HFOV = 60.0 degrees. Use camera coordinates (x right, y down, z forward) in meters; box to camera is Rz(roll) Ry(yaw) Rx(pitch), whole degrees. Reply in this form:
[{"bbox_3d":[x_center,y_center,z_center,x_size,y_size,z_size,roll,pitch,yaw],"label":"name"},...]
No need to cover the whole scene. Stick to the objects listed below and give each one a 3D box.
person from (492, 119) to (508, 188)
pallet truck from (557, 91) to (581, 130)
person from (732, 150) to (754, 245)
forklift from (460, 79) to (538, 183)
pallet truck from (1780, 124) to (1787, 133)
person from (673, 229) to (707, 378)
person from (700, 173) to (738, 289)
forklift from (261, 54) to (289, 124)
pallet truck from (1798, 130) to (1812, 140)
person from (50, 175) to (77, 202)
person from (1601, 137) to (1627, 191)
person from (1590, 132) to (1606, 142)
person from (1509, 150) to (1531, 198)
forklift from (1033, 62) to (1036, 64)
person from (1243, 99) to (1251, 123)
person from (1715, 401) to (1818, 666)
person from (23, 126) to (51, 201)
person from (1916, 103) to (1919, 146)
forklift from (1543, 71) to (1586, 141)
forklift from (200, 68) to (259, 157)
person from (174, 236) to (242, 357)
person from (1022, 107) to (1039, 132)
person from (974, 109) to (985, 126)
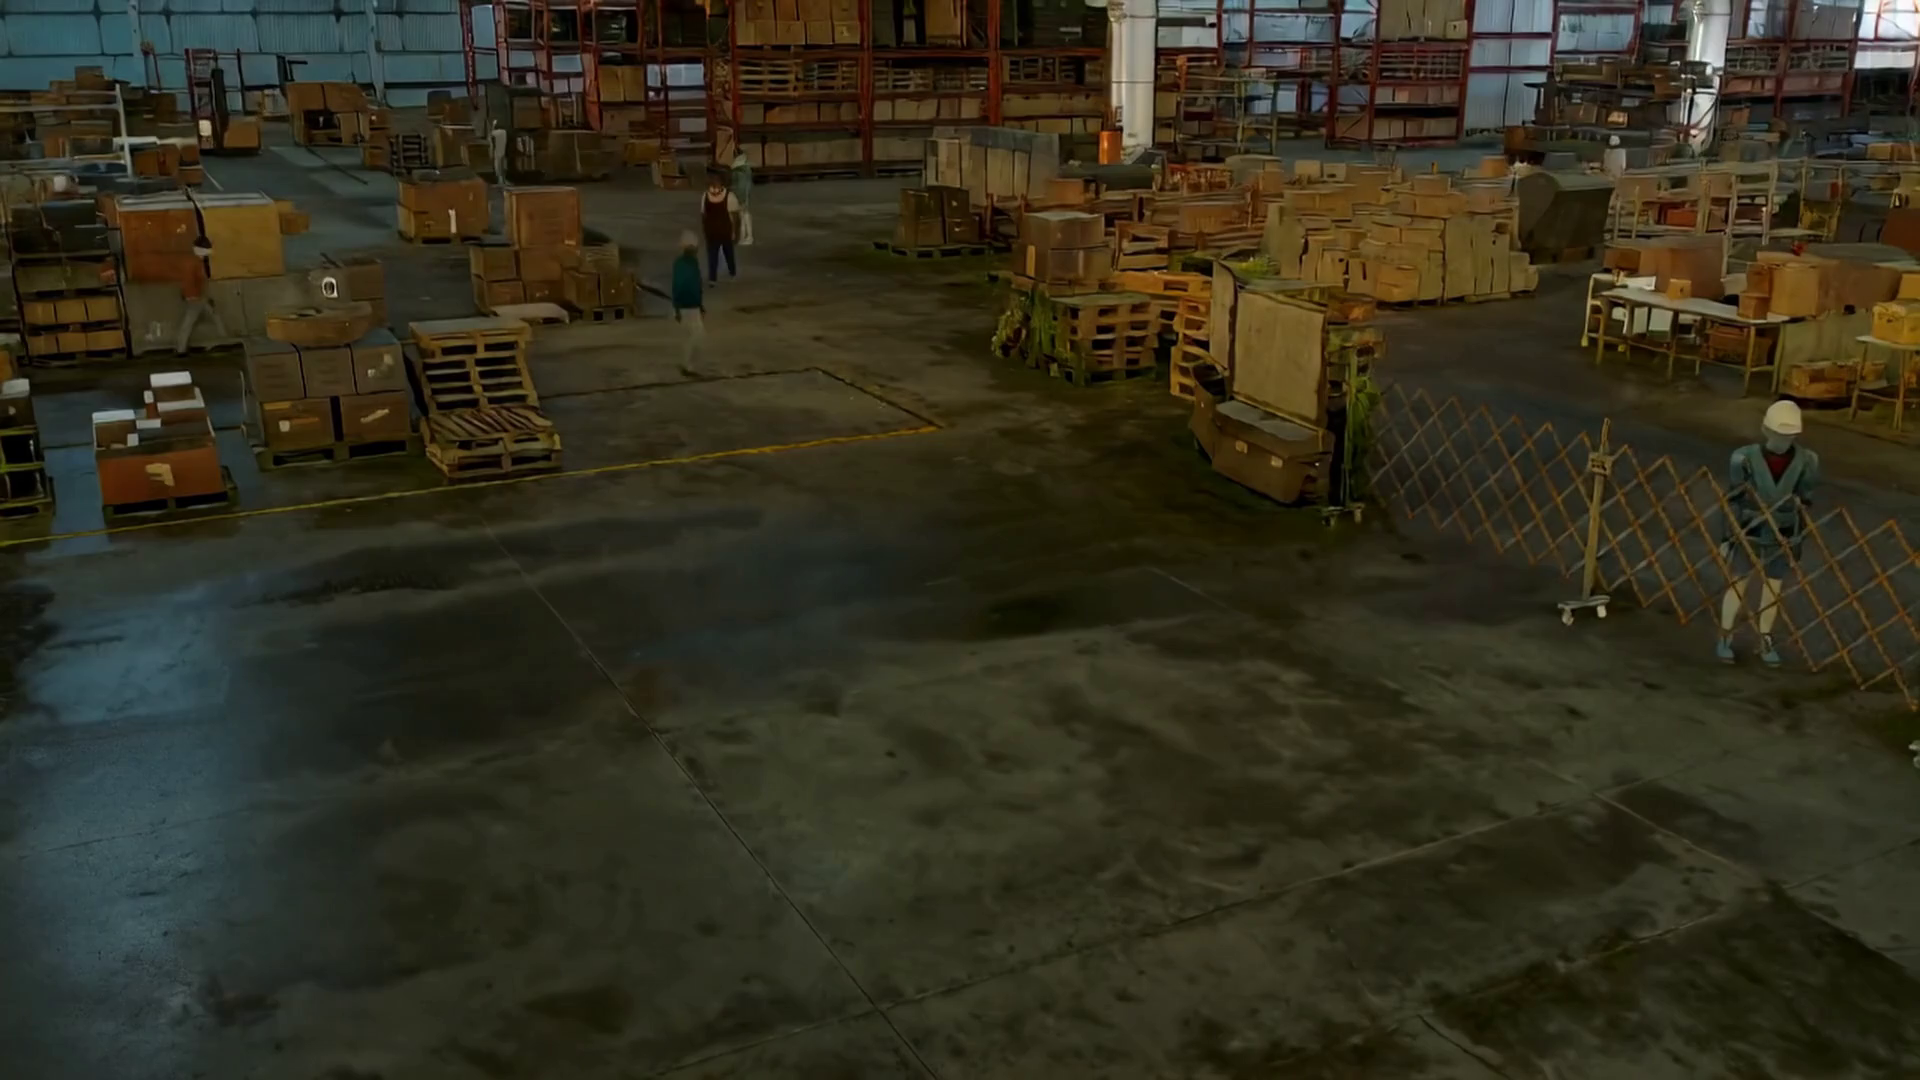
[{"bbox_3d":[-12.537,-10.558,45.424,0.507,1.841,0.439,-14,22,-37],"label":"person"},{"bbox_3d":[-13.495,-14.412,57.188,0.823,1.965,1.885,-3,18,-9],"label":"pallet truck"},{"bbox_3d":[-4.518,-7.104,34.494,0.350,1.942,0.545,13,22,35],"label":"person"},{"bbox_3d":[-12.953,-11.409,46.402,1.873,2.768,1.129,-9,20,-26],"label":"forklift"},{"bbox_3d":[25.206,-12.542,52.601,1.601,1.201,0.680,0,18,-2],"label":"pallet truck"},{"bbox_3d":[-3.539,-3.104,21.967,0.452,1.973,0.650,5,18,14],"label":"person"},{"bbox_3d":[-4.225,-5.490,29.303,0.685,2.000,0.885,1,18,4],"label":"person"},{"bbox_3d":[-28.594,-19.107,70.401,1.873,2.768,1.129,-9,20,-26],"label":"forklift"},{"bbox_3d":[25.526,-11.556,49.408,1.630,1.274,0.653,-9,20,-26],"label":"pallet truck"},{"bbox_3d":[-16.457,-5.778,30.555,0.961,1.817,0.551,9,20,26],"label":"person"},{"bbox_3d":[15.716,-8.788,39.982,0.883,1.804,0.593,-9,20,-26],"label":"person"},{"bbox_3d":[20.741,-13.349,54.003,0.631,1.913,0.632,-4,18,-13],"label":"person"},{"bbox_3d":[12.741,-7.998,37.704,0.519,1.686,0.543,-9,20,-25],"label":"person"},{"bbox_3d":[3.154,-18.816,69.495,1.873,2.768,1.129,8,20,24],"label":"forklift"},{"bbox_3d":[10.239,-15.095,59.978,0.865,1.585,0.550,4,18,11],"label":"person"},{"bbox_3d":[5.965,-0.042,12.329,0.605,2.034,0.397,4,18,11],"label":"person"},{"bbox_3d":[-22.781,-9.224,41.065,0.364,1.965,0.609,8,19,24],"label":"person"},{"bbox_3d":[33.577,-14.589,57.852,0.603,1.938,1.091,13,22,35],"label":"person"},{"bbox_3d":[18.685,-13.231,52.085,1.873,2.768,1.129,-9,20,-26],"label":"forklift"},{"bbox_3d":[-24.369,-14.147,54.940,1.873,2.768,1.129,-9,20,-26],"label":"forklift"},{"bbox_3d":[-10.685,-3.416,23.401,0.975,1.684,0.531,-8,19,-24],"label":"person"},{"bbox_3d":[2.256,-13.090,53.556,0.541,1.693,0.315,6,19,18],"label":"person"},{"bbox_3d":[0.556,-12.645,52.163,0.531,1.698,0.320,4,18,12],"label":"person"}]
